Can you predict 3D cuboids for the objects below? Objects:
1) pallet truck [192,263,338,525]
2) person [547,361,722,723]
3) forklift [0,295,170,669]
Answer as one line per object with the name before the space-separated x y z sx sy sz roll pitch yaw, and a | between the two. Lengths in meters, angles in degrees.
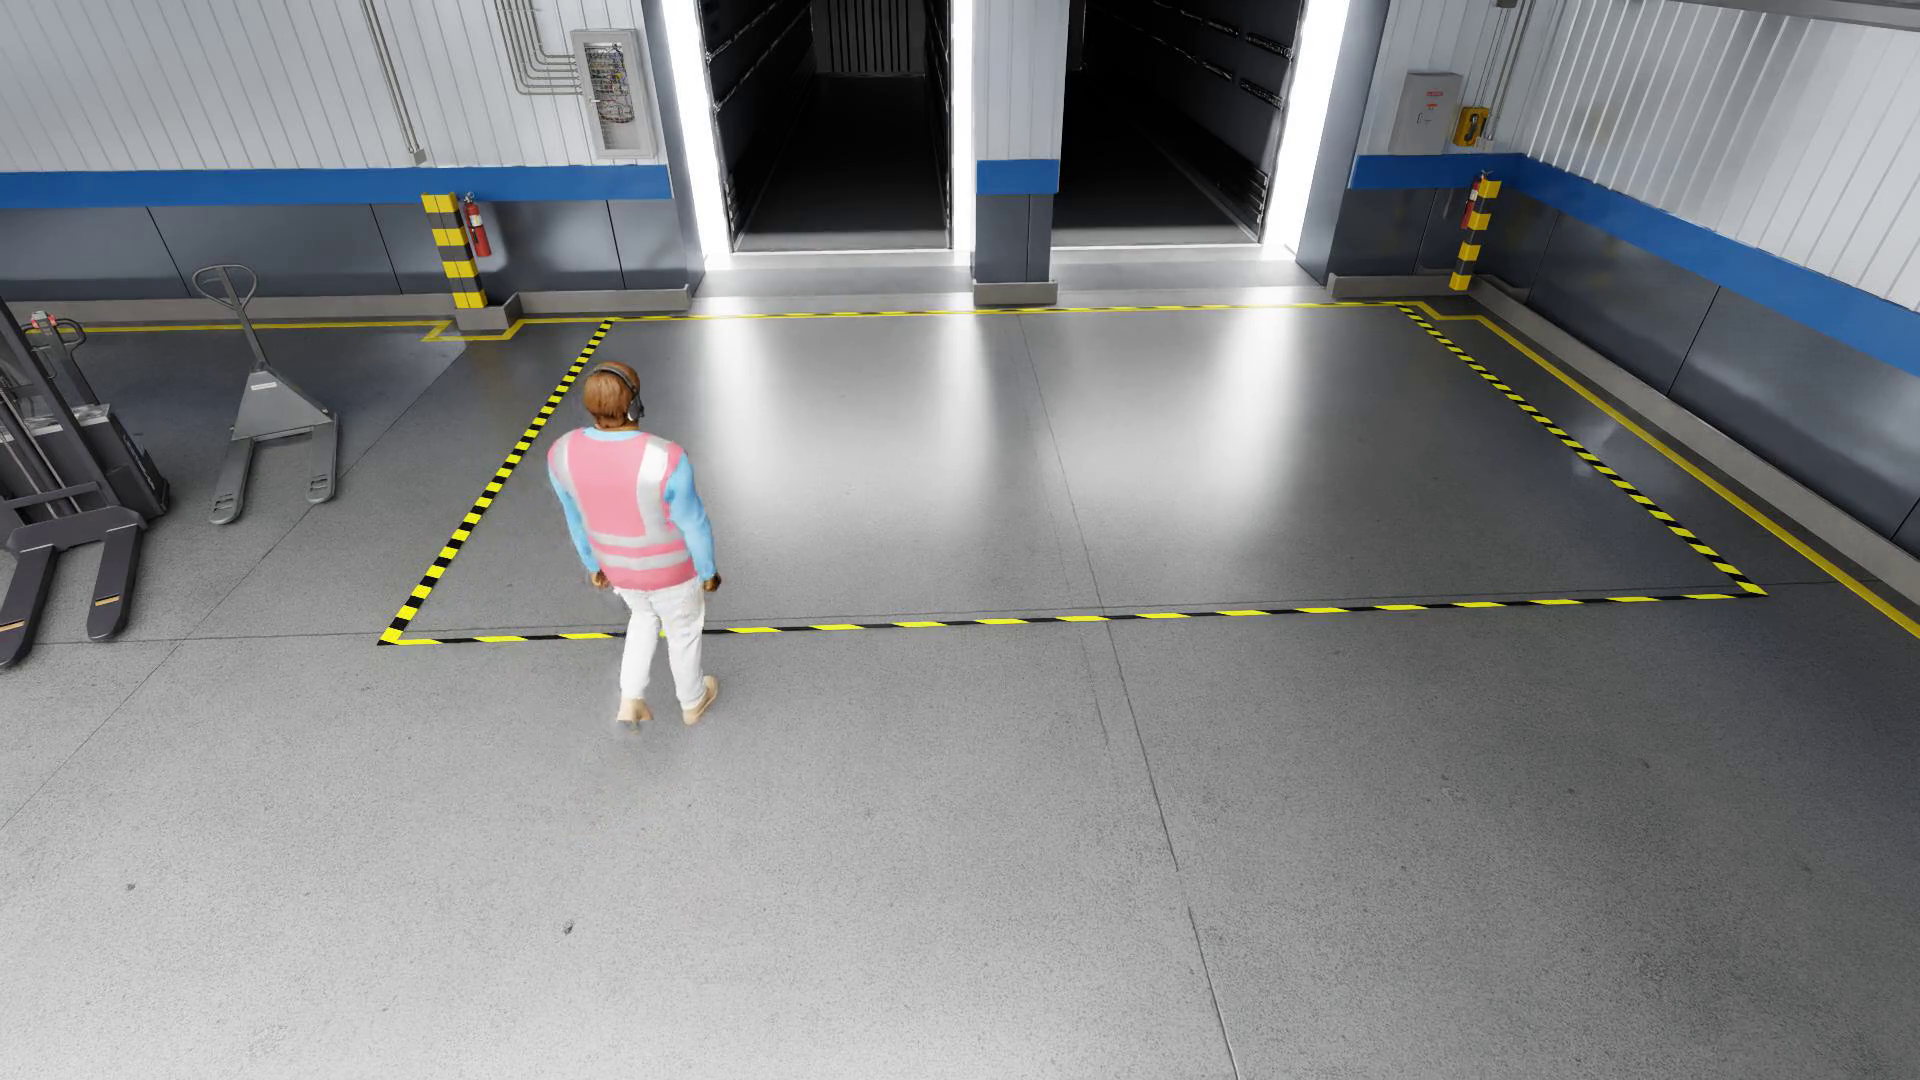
pallet truck | -4.778 -1.027 6.128 0.680 1.201 1.601 -17 38 -23
person | -1.360 0.128 3.950 0.622 1.831 0.567 8 36 12
forklift | -5.212 -0.618 4.878 0.823 1.965 1.885 -20 39 -26
